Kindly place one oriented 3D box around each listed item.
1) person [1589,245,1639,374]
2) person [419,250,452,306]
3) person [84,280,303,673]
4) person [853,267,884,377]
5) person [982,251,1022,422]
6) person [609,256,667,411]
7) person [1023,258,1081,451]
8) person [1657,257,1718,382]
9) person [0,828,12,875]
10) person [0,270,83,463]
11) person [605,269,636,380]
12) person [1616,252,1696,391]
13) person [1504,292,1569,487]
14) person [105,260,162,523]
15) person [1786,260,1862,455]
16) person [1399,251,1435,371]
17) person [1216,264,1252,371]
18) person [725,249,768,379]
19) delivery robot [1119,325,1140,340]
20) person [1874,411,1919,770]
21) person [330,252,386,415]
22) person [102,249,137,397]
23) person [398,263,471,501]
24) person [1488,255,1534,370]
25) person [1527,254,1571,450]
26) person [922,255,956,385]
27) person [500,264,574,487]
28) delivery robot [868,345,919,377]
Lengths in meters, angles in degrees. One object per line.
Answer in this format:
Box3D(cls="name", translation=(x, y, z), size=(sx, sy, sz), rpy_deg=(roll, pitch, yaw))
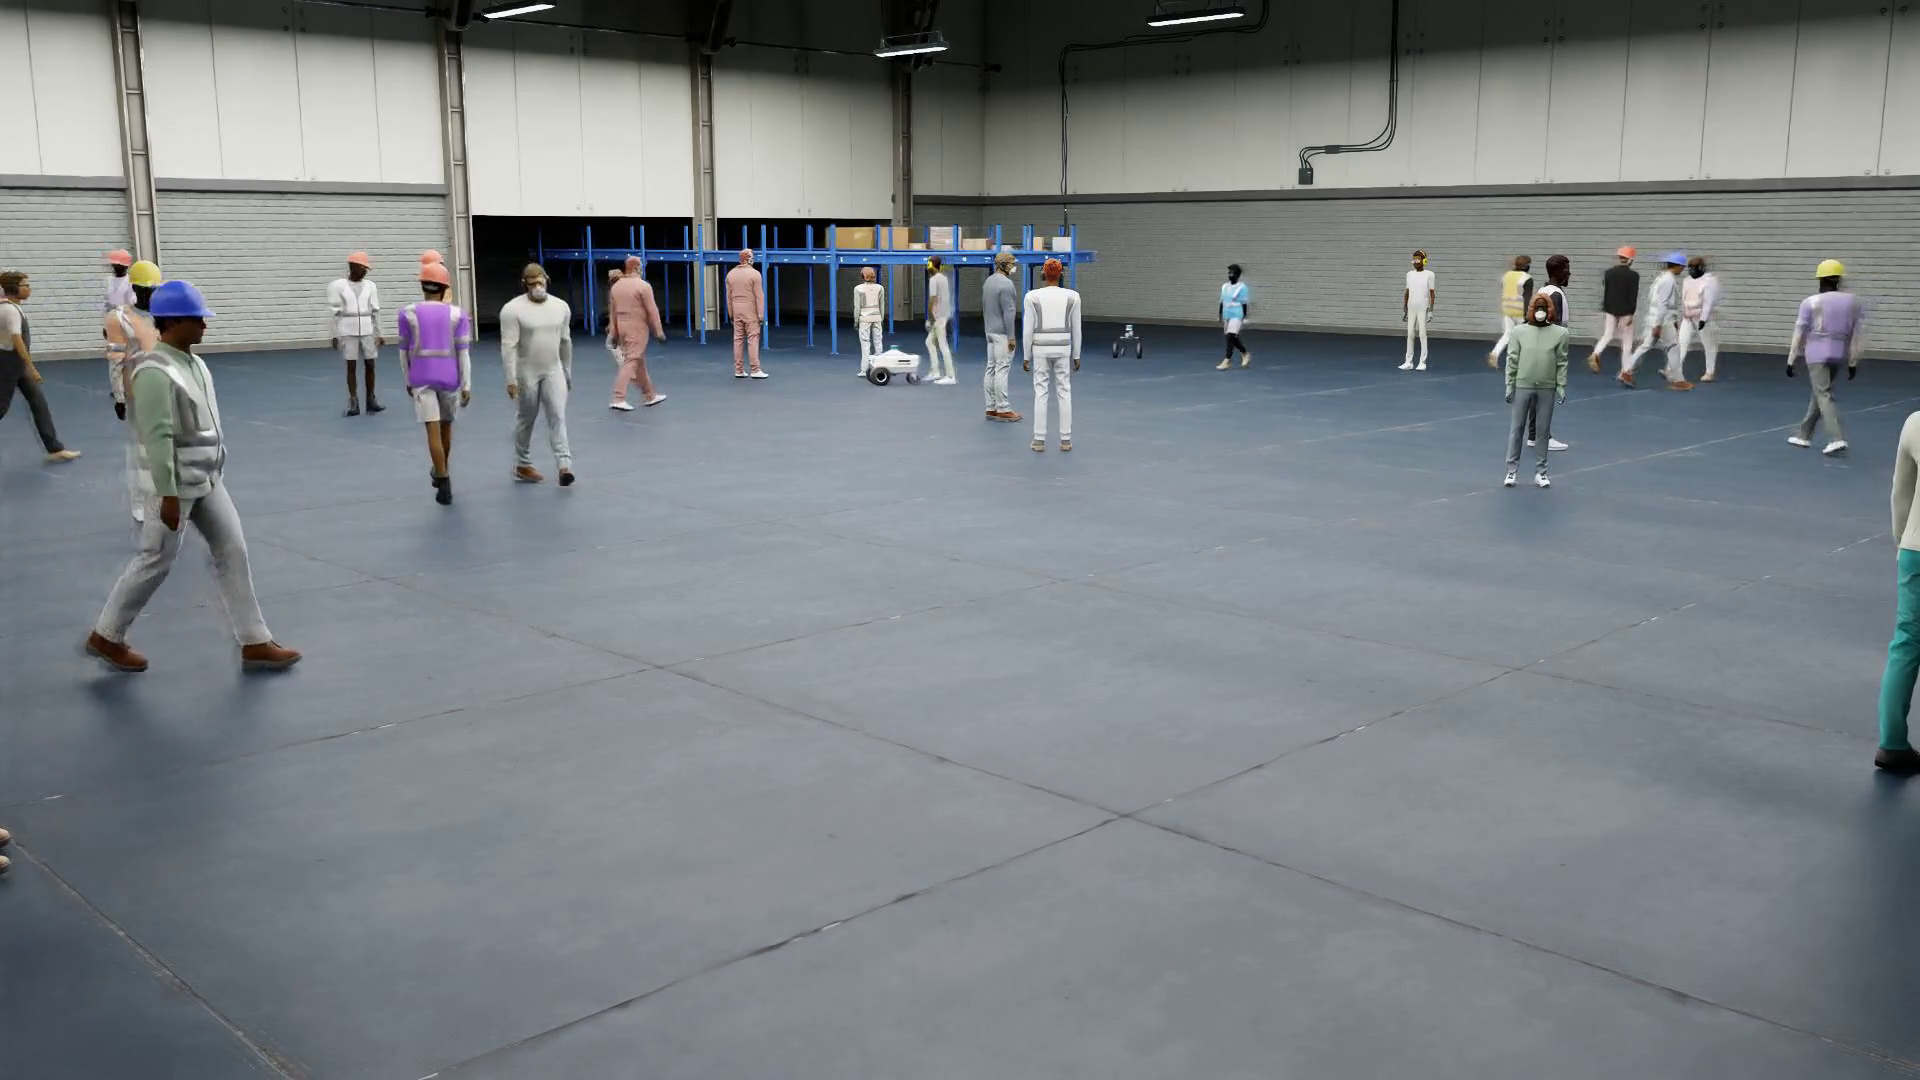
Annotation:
Box3D(cls="person", translation=(10.003, -3.499, 25.315), size=(0.841, 1.967, 0.614), rpy_deg=(-7, 13, -35))
Box3D(cls="person", translation=(-6.396, -2.575, 20.375), size=(0.374, 1.928, 0.543), rpy_deg=(-5, 12, -27))
Box3D(cls="person", translation=(-3.791, -0.294, 8.011), size=(0.985, 1.911, 0.621), rpy_deg=(0, 10, 0))
Box3D(cls="person", translation=(-1.360, -3.259, 24.891), size=(0.515, 1.641, 0.315), rpy_deg=(-6, 12, -30))
Box3D(cls="person", translation=(0.470, -2.340, 19.081), size=(0.371, 1.935, 0.627), rpy_deg=(-4, 11, -23))
Box3D(cls="person", translation=(-3.949, -2.521, 20.292), size=(0.648, 1.855, 0.986), rpy_deg=(9, 14, 40))
Box3D(cls="person", translation=(0.906, -1.830, 16.431), size=(0.585, 1.882, 0.343), rpy_deg=(-1, 10, -6))
Box3D(cls="person", translation=(10.632, -3.183, 24.069), size=(0.969, 1.779, 0.648), rpy_deg=(-4, 11, -22))
Box3D(cls="person", translation=(-3.378, 0.272, 5.496), size=(0.320, 1.692, 0.531), rpy_deg=(-5, 12, -26))
Box3D(cls="person", translation=(-8.788, -1.585, 15.358), size=(0.984, 1.803, 0.510), rpy_deg=(-4, 11, -21))
Box3D(cls="person", translation=(-4.945, -3.118, 24.174), size=(0.412, 1.620, 0.534), rpy_deg=(1, 10, 4))
Box3D(cls="person", translation=(9.629, -3.020, 22.941), size=(1.014, 1.892, 0.611), rpy_deg=(3, 11, 14))
Box3D(cls="person", translation=(4.872, -1.273, 14.076), size=(0.501, 1.633, 0.284), rpy_deg=(2, 11, 13))
Box3D(cls="person", translation=(-6.007, -1.107, 12.379), size=(0.380, 1.922, 0.593), rpy_deg=(7, 12, 32))
Box3D(cls="person", translation=(8.469, -1.797, 16.291), size=(0.608, 1.881, 1.001), rpy_deg=(-1, 10, -5))
Box3D(cls="person", translation=(7.206, -3.611, 26.187), size=(0.537, 1.869, 0.312), rpy_deg=(10, 14, 43))
Box3D(cls="person", translation=(4.374, -3.546, 26.366), size=(0.769, 1.674, 0.534), rpy_deg=(-7, 12, -32))
Box3D(cls="person", translation=(-3.157, -3.363, 24.732), size=(0.640, 1.910, 0.401), rpy_deg=(6, 12, 31))
Box3D(cls="delivery robot", translation=(2.951, -3.632, 29.037), size=(0.335, 0.223, 0.698), rpy_deg=(2, 11, 12))
Box3D(cls="person", translation=(3.828, 0.067, 6.413), size=(0.310, 1.768, 0.533), rpy_deg=(-3, 11, -13))
Box3D(cls="person", translation=(-7.160, -2.450, 19.756), size=(0.609, 1.906, 0.398), rpy_deg=(-8, 13, -37))
Box3D(cls="person", translation=(-10.940, -2.822, 21.769), size=(0.584, 1.915, 0.354), rpy_deg=(3, 11, 16))
Box3D(cls="person", translation=(-4.264, -1.293, 13.514), size=(0.538, 1.871, 0.995), rpy_deg=(-5, 11, -24))
Box3D(cls="person", translation=(8.643, -3.526, 25.874), size=(0.765, 1.817, 0.634), rpy_deg=(-6, 12, -28))
Box3D(cls="person", translation=(5.874, -1.877, 16.593), size=(0.392, 1.920, 0.587), rpy_deg=(1, 10, 5))
Box3D(cls="person", translation=(-0.335, -3.150, 23.775), size=(0.647, 1.827, 0.662), rpy_deg=(3, 11, 16))
Box3D(cls="person", translation=(-3.532, -1.382, 14.017), size=(0.685, 1.862, 1.052), rpy_deg=(-7, 13, -35))
Box3D(cls="delivery robot", translation=(-0.946, -2.544, 23.815), size=(0.707, 0.478, 0.477), rpy_deg=(-2, 11, -13))
